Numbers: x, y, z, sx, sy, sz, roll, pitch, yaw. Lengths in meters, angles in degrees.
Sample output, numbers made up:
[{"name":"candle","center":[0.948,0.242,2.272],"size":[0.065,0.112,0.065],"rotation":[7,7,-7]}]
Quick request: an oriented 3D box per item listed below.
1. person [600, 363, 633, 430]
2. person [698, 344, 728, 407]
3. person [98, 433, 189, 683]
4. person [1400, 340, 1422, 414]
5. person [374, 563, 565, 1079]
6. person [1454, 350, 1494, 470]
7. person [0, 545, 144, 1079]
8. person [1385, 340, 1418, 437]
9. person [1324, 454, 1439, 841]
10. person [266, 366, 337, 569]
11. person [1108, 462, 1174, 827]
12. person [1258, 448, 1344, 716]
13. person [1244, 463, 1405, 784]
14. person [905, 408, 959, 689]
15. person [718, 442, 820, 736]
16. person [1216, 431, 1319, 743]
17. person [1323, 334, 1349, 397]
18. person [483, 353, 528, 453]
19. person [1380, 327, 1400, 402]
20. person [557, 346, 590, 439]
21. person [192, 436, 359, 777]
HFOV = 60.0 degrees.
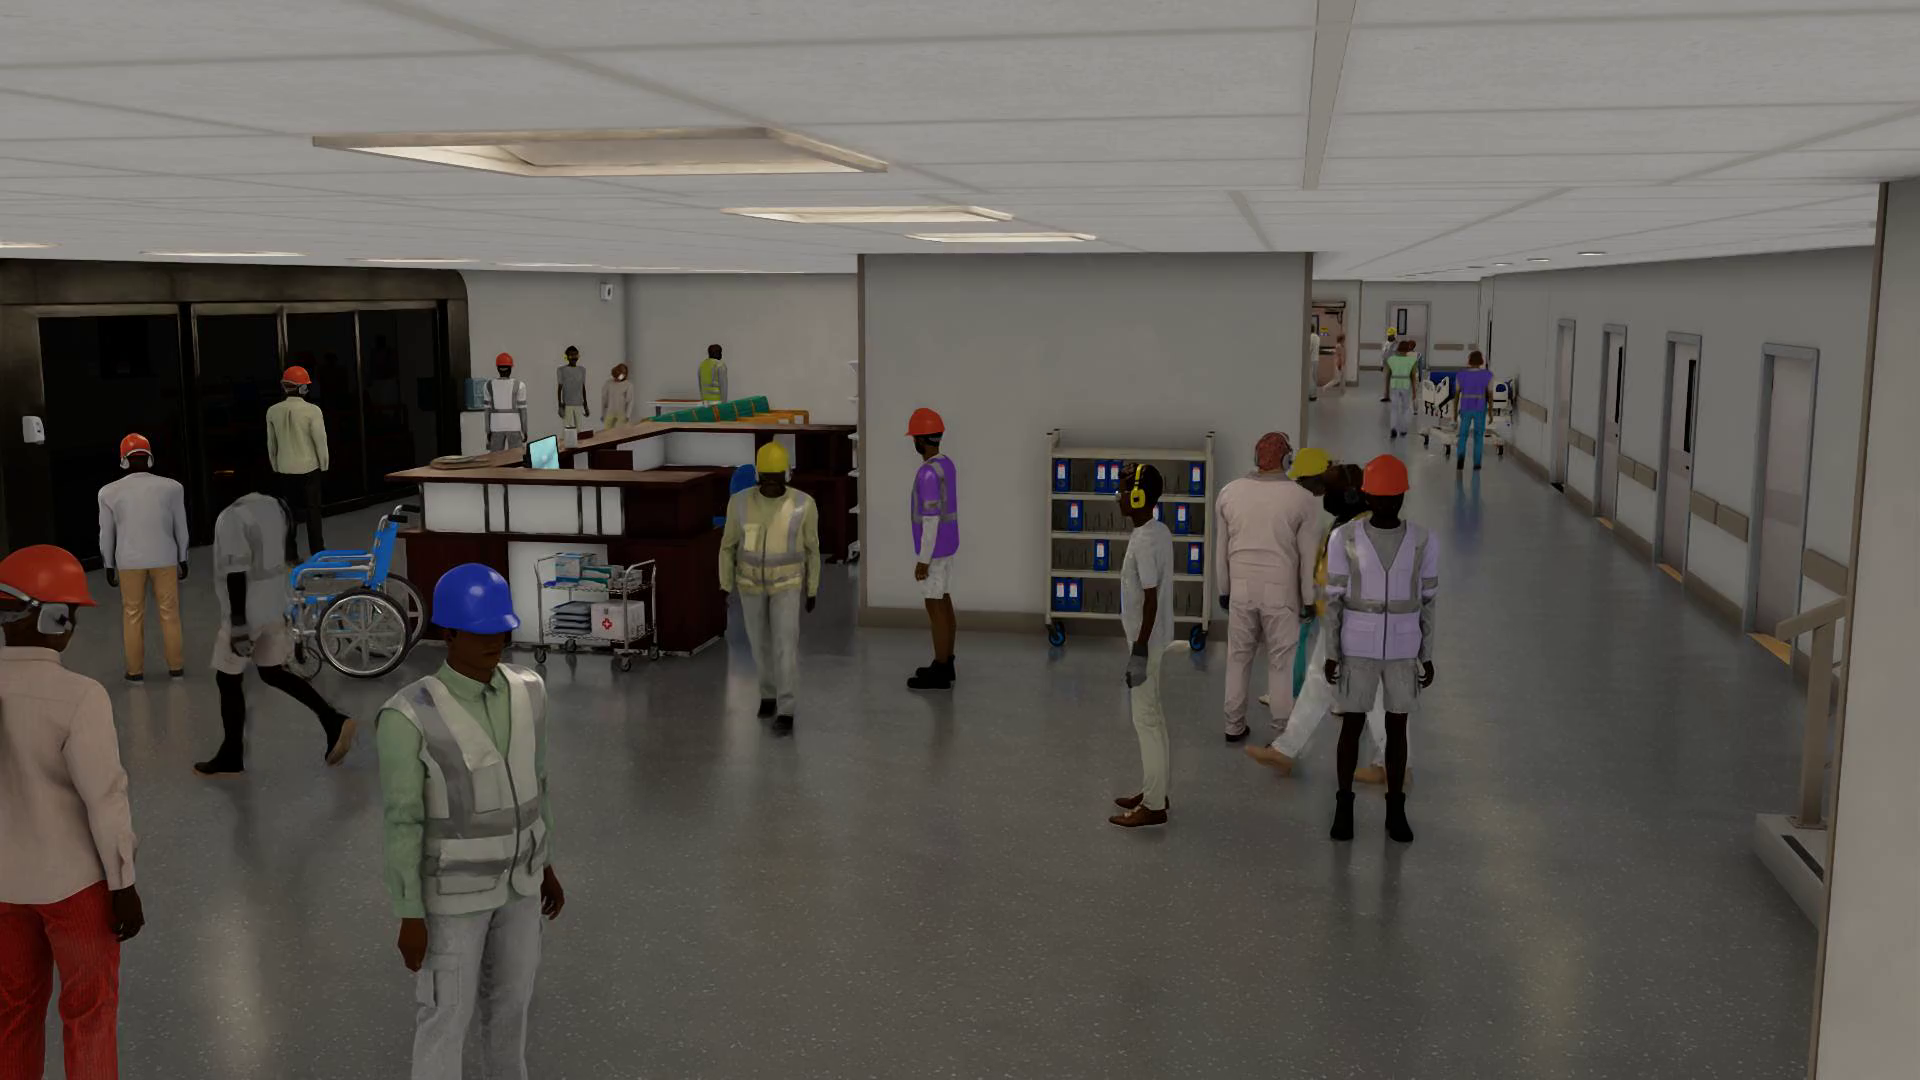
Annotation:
[{"name":"person","center":[-5.343,-1.957,25.917],"size":[0.535,1.615,0.449],"rotation":[2,9,10]},{"name":"person","center":[-4.058,-2.325,27.570],"size":[0.623,1.844,0.430],"rotation":[7,11,41]},{"name":"person","center":[-5.697,0.125,11.634],"size":[0.564,1.743,0.351],"rotation":[-5,10,-29]},{"name":"person","center":[9.872,-3.567,36.486],"size":[0.518,1.636,0.312],"rotation":[1,9,7]},{"name":"person","center":[-1.435,1.026,4.975],"size":[0.393,1.946,0.617],"rotation":[5,10,32]},{"name":"person","center":[7.769,-1.954,25.154],"size":[0.586,1.827,0.734],"rotation":[4,9,24]},{"name":"person","center":[-2.721,1.003,5.007],"size":[0.611,1.985,0.393],"rotation":[2,9,16]},{"name":"person","center":[8.207,-2.819,30.976],"size":[0.580,1.805,0.920],"rotation":[3,9,22]},{"name":"person","center":[2.086,0.537,8.254],"size":[0.551,1.936,0.357],"rotation":[1,9,6]},{"name":"person","center":[-6.451,-0.701,16.277],"size":[0.611,1.996,0.378],"rotation":[1,9,9]},{"name":"person","center":[0.933,0.536,8.495],"size":[0.309,1.868,0.535],"rotation":[2,9,13]},{"name":"person","center":[2.287,0.280,10.612],"size":[0.711,1.729,0.578],"rotation":[8,12,42]},{"name":"person","center":[2.042,0.478,9.127],"size":[0.947,1.792,0.636],"rotation":[0,9,-1]},{"name":"person","center":[-0.203,0.060,11.434],"size":[0.376,1.934,0.547],"rotation":[2,9,14]},{"name":"person","center":[-1.196,0.279,10.432],"size":[0.608,1.798,0.733],"rotation":[1,9,6]},{"name":"person","center":[1.853,0.299,9.983],"size":[0.648,1.901,0.399],"rotation":[5,10,30]},{"name":"person","center":[9.583,-4.427,42.233],"size":[0.588,1.620,0.523],"rotation":[3,9,22]},{"name":"person","center":[-5.855,-1.450,21.487],"size":[0.546,1.929,0.387],"rotation":[0,9,-2]},{"name":"person","center":[10.486,-4.258,40.468],"size":[0.403,1.824,0.591],"rotation":[-6,11,-36]},{"name":"person","center":[-6.009,-2.083,25.870],"size":[0.521,1.874,0.328],"rotation":[-7,11,-39]},{"name":"person","center":[-3.888,0.380,9.311],"size":[0.837,1.942,0.608],"rotation":[0,9,3]}]
